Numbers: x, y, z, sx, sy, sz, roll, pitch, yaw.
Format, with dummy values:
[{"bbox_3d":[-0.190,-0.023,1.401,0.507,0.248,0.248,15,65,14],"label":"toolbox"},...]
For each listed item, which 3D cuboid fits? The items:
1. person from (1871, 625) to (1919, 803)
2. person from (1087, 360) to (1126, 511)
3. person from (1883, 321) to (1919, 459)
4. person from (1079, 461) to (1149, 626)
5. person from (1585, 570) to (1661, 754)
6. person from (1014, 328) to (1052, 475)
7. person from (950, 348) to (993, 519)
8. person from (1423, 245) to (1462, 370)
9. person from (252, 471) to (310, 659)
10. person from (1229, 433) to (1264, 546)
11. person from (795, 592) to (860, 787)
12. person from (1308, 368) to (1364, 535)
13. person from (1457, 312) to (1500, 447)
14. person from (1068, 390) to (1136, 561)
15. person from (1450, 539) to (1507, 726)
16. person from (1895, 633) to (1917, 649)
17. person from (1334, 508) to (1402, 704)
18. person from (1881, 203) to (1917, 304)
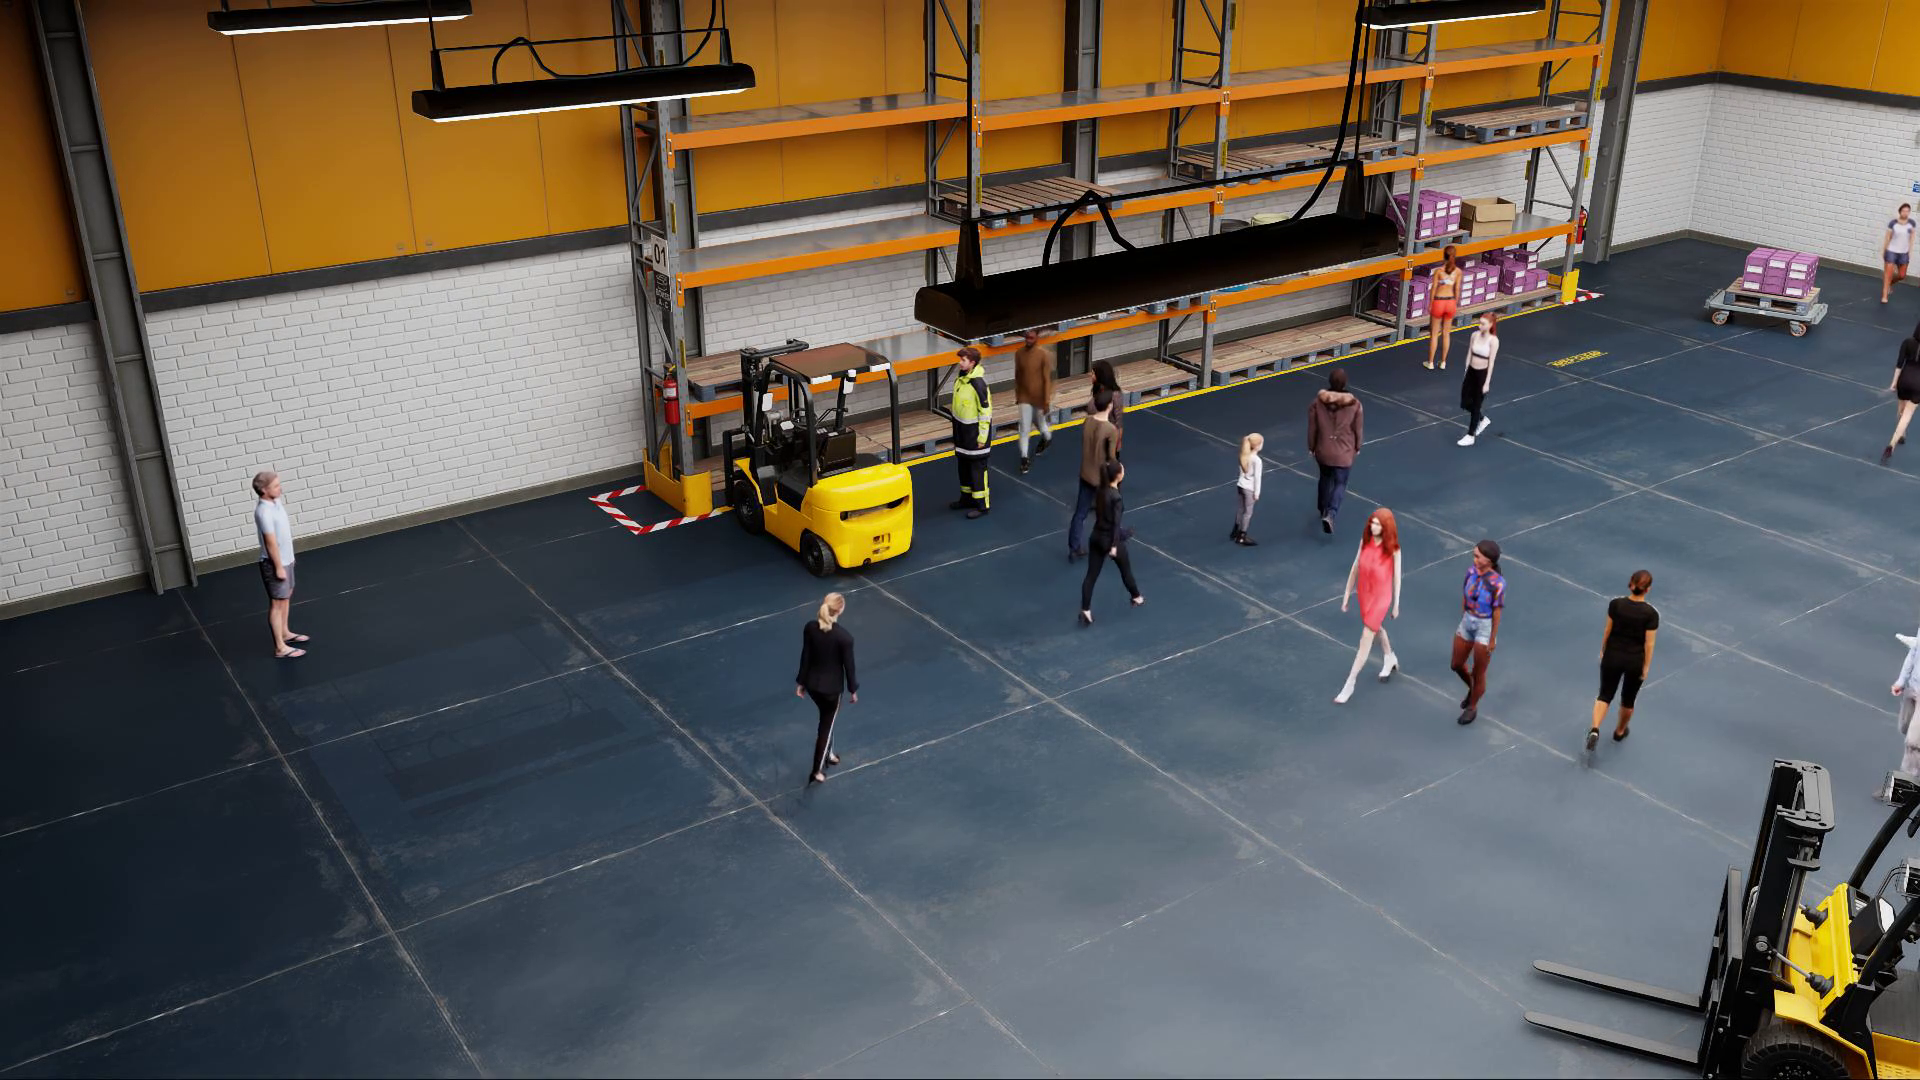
[{"bbox_3d":[7.831,1.223,13.325,1.182,1.867,0.927,-5,24,-11],"label":"person"},{"bbox_3d":[1.650,-1.127,18.751,0.679,1.827,0.603,21,31,39],"label":"person"},{"bbox_3d":[11.666,-1.826,20.433,1.165,1.759,0.727,-22,32,-40],"label":"person"},{"bbox_3d":[1.359,0.070,16.213,1.033,1.666,0.574,-15,28,-30],"label":"person"},{"bbox_3d":[5.570,1.039,14.014,0.774,1.651,1.029,18,29,35],"label":"person"},{"bbox_3d":[0.913,-1.747,20.217,1.025,1.789,1.169,10,26,22],"label":"person"},{"bbox_3d":[0.136,-1.230,18.794,0.637,1.981,0.774,-14,27,-29],"label":"person"},{"bbox_3d":[6.933,-3.332,23.843,0.621,1.788,0.713,-1,24,-3],"label":"person"},{"bbox_3d":[-6.457,0.208,15.693,0.705,1.829,0.714,-3,24,-8],"label":"person"},{"bbox_3d":[3.120,-0.568,18.154,0.534,1.279,0.527,-10,25,-21],"label":"person"},{"bbox_3d":[-1.142,1.261,13.481,0.792,1.671,0.856,11,26,24],"label":"person"},{"bbox_3d":[4.134,-0.962,18.381,1.088,1.821,1.244,10,25,21],"label":"person"},{"bbox_3d":[6.593,-2.035,20.940,0.739,1.736,0.618,-13,27,-28],"label":"person"},{"bbox_3d":[1.391,-0.640,17.631,0.805,1.830,1.202,21,31,39],"label":"person"},{"bbox_3d":[4.579,0.783,14.494,0.659,1.735,0.606,-17,29,-34],"label":"person"},{"bbox_3d":[9.452,0.448,15.237,0.893,1.754,1.144,17,29,33],"label":"person"},{"bbox_3d":[3.780,0.550,14.977,1.156,1.775,0.671,-19,30,-36],"label":"person"},{"bbox_3d":[15.307,-4.698,27.193,0.821,1.606,0.887,5,24,11],"label":"person"}]
